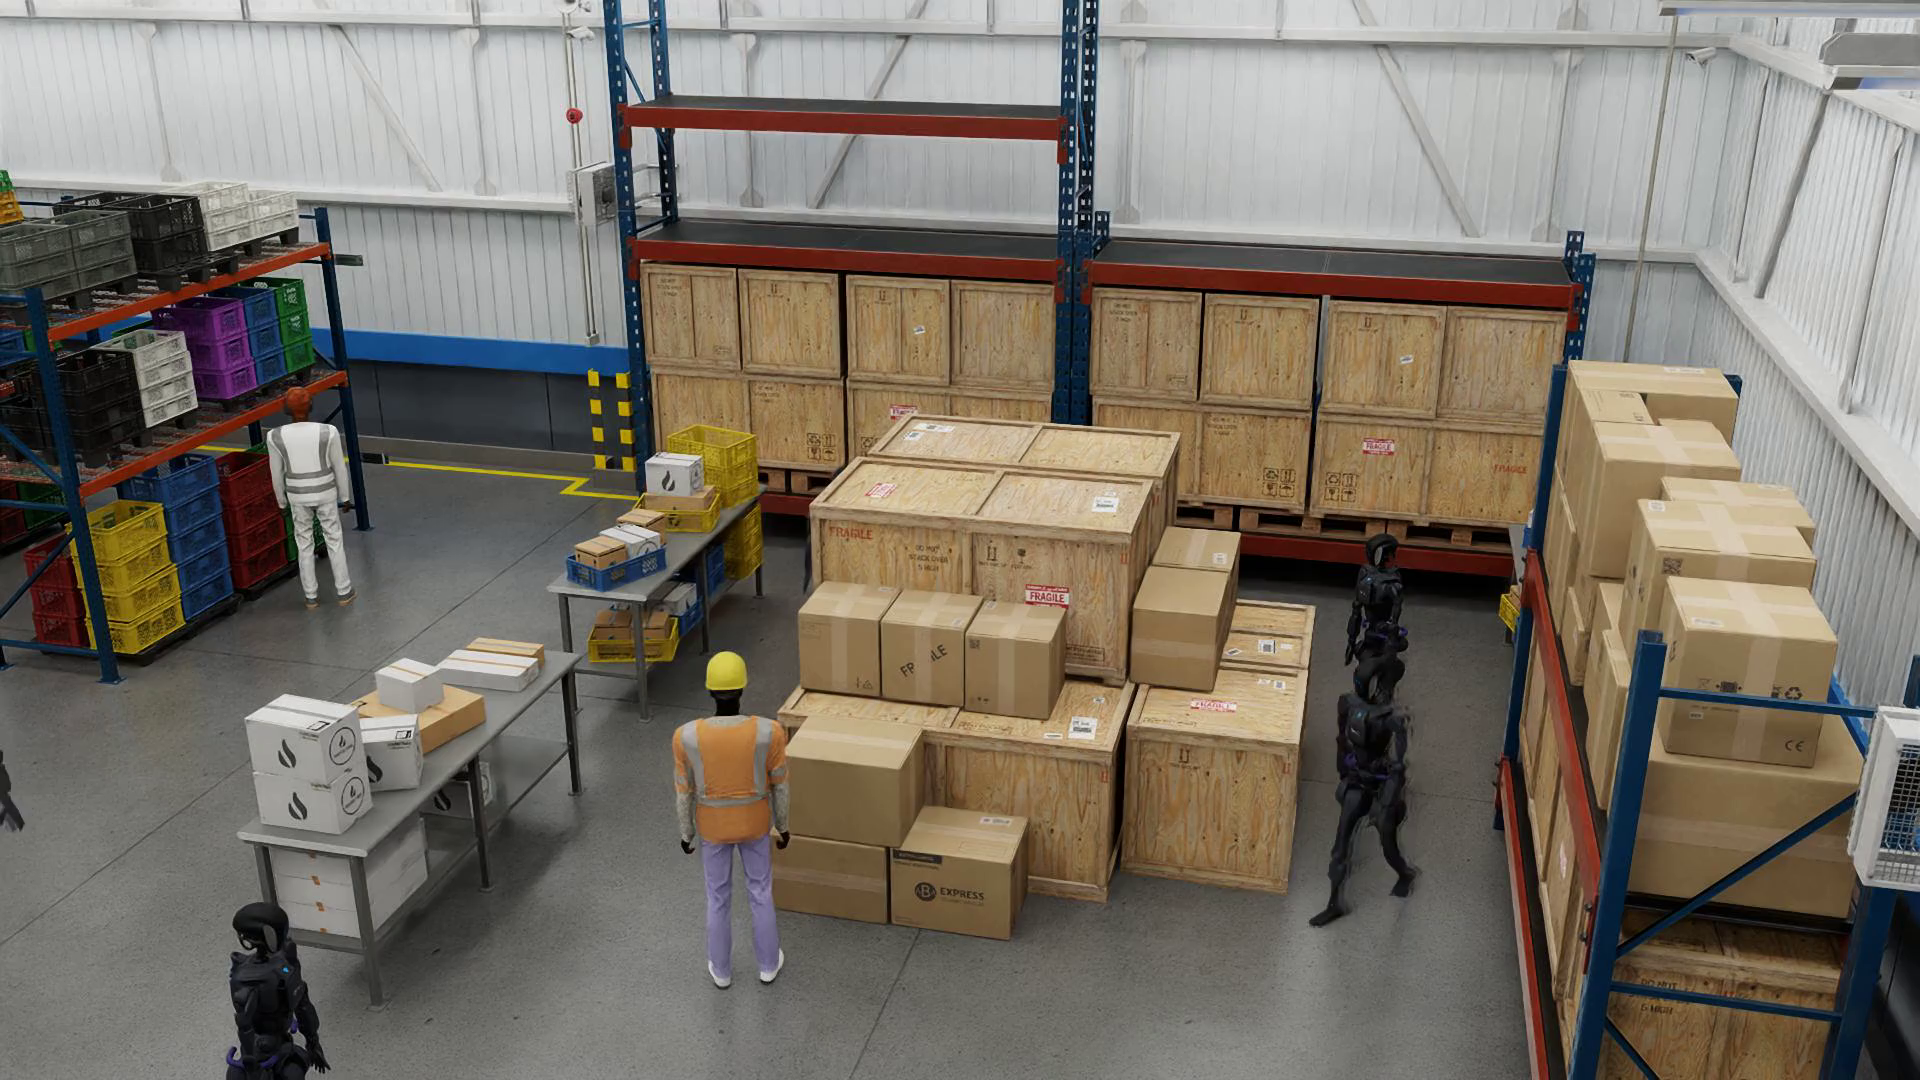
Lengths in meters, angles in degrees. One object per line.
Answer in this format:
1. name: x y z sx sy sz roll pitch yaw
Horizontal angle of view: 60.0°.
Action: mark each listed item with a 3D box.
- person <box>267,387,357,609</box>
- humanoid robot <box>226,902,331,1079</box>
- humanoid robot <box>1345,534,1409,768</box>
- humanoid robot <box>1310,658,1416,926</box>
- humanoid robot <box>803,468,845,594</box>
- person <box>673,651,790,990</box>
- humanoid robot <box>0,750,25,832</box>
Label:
1. person: -5.320 -0.345 13.683 0.582 1.883 0.348 -6 22 -15
2. humanoid robot: -2.916 2.278 7.111 0.339 1.652 0.572 1 21 2
3. humanoid robot: 2.787 0.740 11.137 0.342 1.651 0.568 -7 22 -17
4. humanoid robot: 2.394 1.410 9.473 0.785 1.643 0.575 -17 27 -37
5. humanoid robot: -0.883 0.187 12.610 0.608 1.623 0.619 1 21 3
6. person: -1.199 1.490 8.828 0.592 1.922 0.383 -3 21 -8
7. humanoid robot: -5.667 1.458 9.318 0.588 1.612 0.680 -17 27 -38
